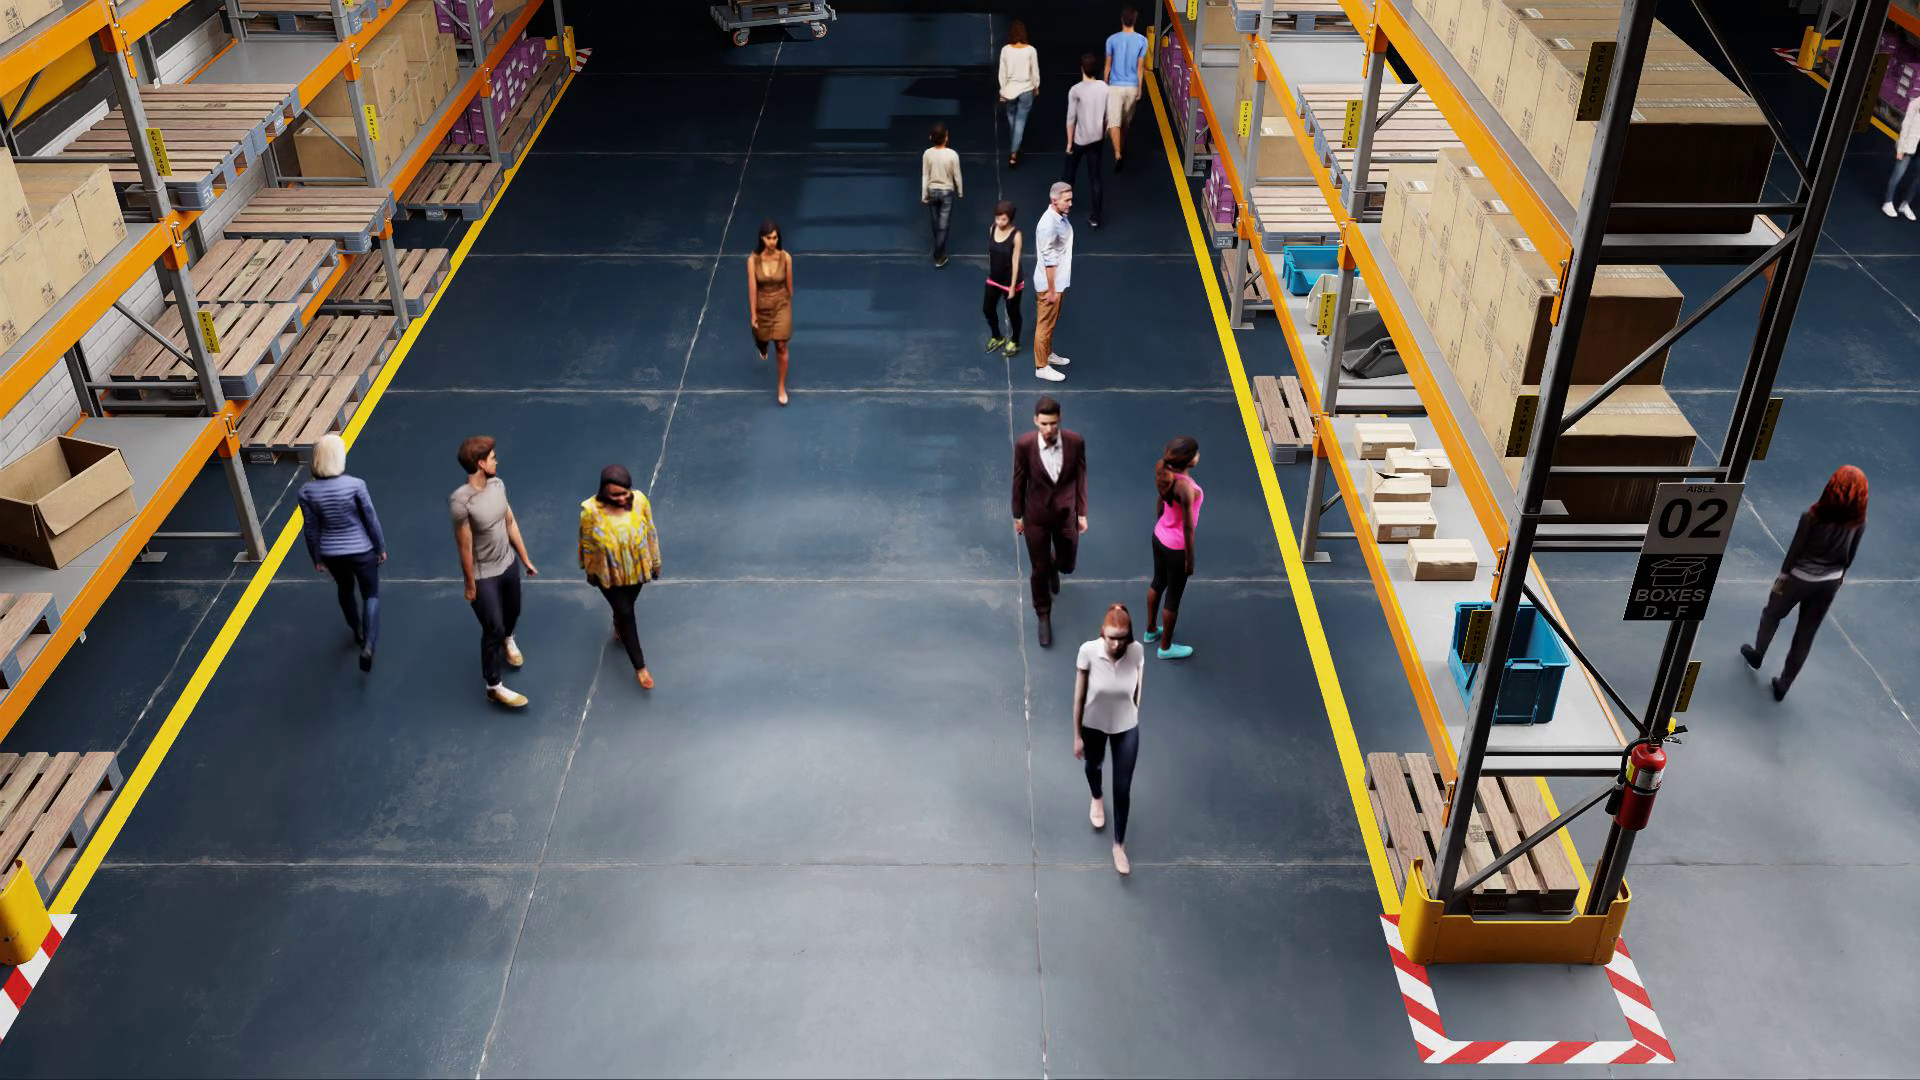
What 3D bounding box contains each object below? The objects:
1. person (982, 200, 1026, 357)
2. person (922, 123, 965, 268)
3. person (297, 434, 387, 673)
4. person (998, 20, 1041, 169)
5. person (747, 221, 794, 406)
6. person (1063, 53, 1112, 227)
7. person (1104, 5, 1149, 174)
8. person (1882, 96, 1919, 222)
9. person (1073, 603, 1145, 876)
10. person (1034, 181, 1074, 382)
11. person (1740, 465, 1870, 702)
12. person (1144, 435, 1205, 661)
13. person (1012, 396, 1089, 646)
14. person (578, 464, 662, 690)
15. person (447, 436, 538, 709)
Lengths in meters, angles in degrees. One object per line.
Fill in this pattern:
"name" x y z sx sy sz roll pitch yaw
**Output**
"person" 0.474 -2.440 15.331 0.667 1.533 0.719 25 41 32
"person" -0.221 -3.493 17.001 0.711 1.440 0.949 11 35 16
"person" -4.174 0.113 11.324 0.744 1.717 1.058 -6 34 -9
"person" 0.659 -5.133 19.286 0.794 1.642 1.129 9 35 13
"person" -1.669 -2.036 14.604 0.667 1.666 0.986 -7 34 -10
"person" 1.391 -4.243 17.804 0.928 1.799 1.229 -10 35 -15
"person" 1.890 -5.166 19.173 0.693 1.822 1.206 -2 34 -3
"person" 10.338 -4.315 18.071 0.684 1.624 0.672 -4 34 -5
"person" 0.870 1.054 9.919 0.545 1.707 0.935 1 34 2
"person" 0.822 -2.346 14.931 0.791 1.822 0.591 7 34 11
"person" 5.621 0.336 10.953 0.696 1.758 0.832 5 34 7
"person" 1.458 0.033 11.440 0.696 1.723 0.586 -11 35 -16
"person" 0.634 -0.214 11.702 0.745 1.845 1.025 -3 34 -4
"person" -2.326 0.156 11.361 1.042 1.606 1.192 -18 38 -25
"person" -3.150 0.174 11.127 0.990 1.834 0.958 23 40 31
